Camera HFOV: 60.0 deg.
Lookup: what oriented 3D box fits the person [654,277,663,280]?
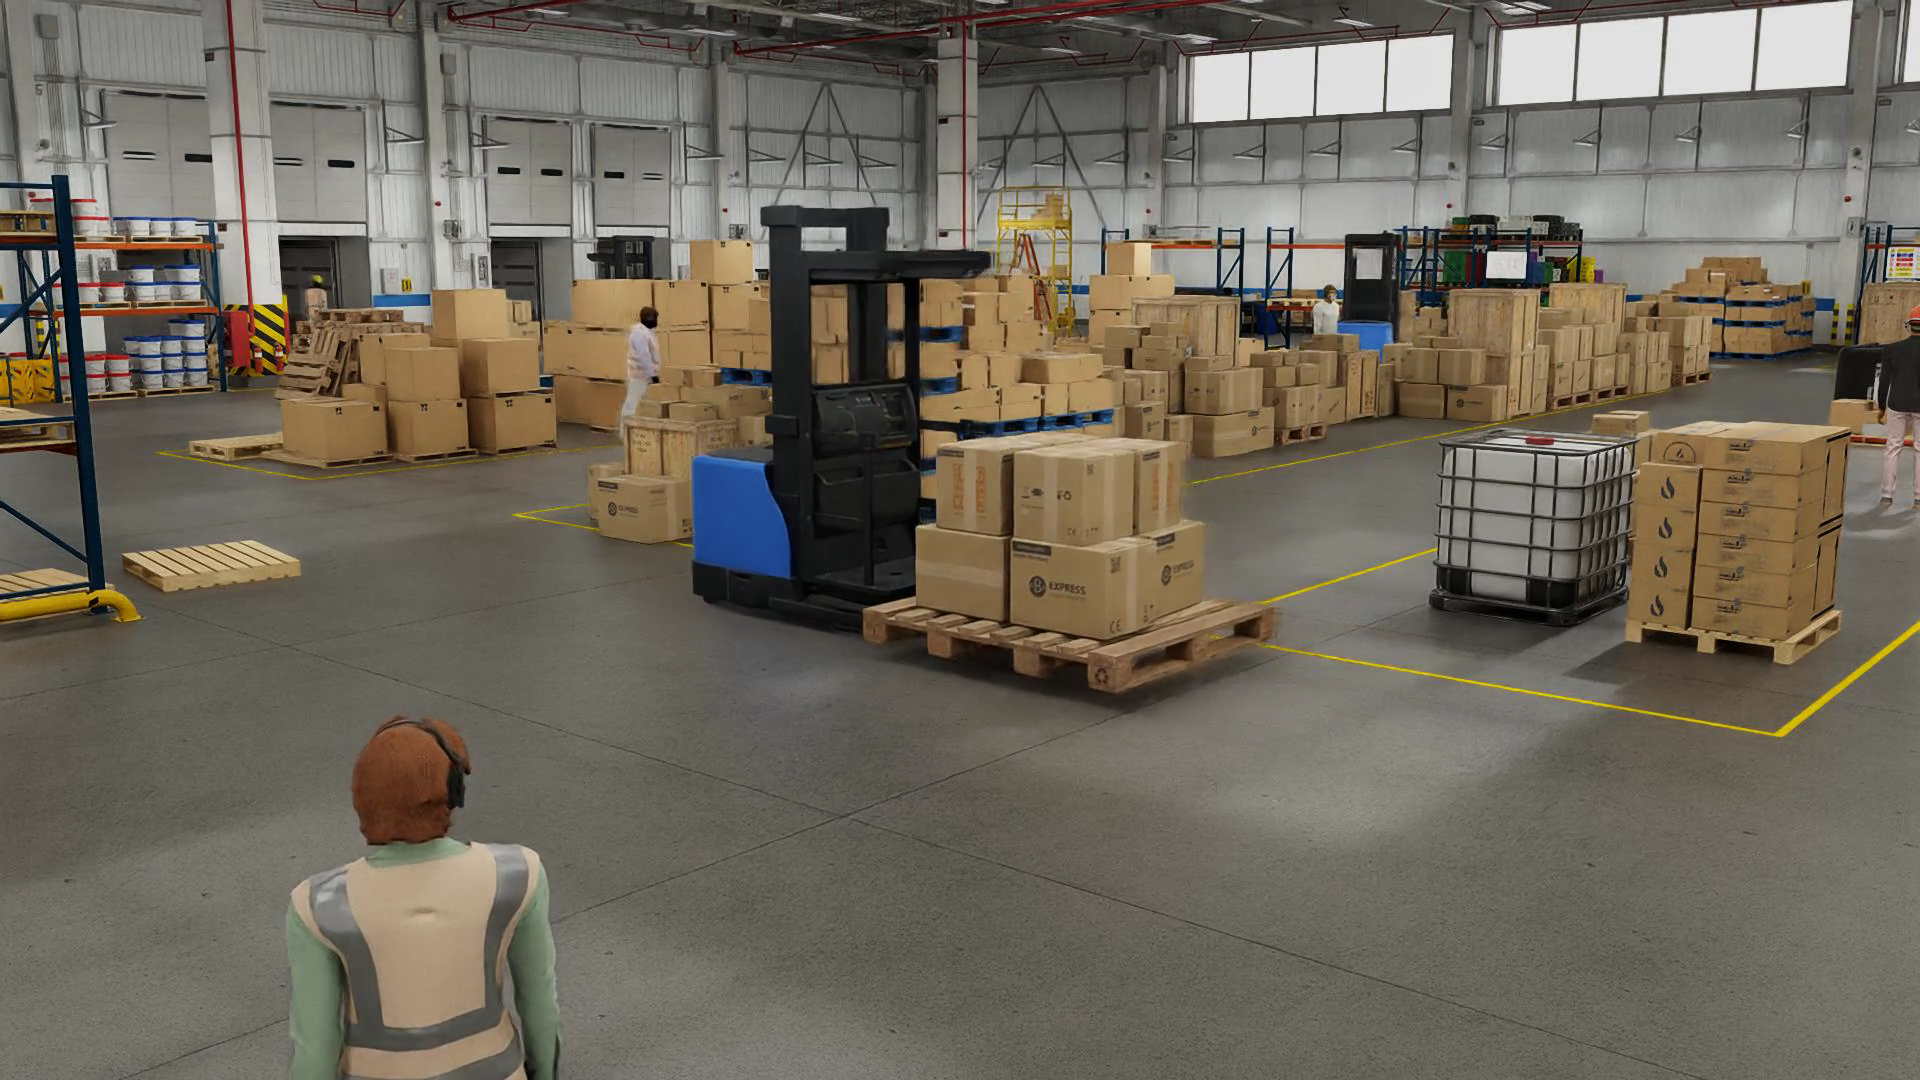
[{"bbox_3d":[-6.510,-4.724,36.012,0.639,1.926,0.367,-4,11,-22],"label":"person"}]

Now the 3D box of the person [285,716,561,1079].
[{"bbox_3d":[-1.052,1.160,3.327,0.516,1.636,0.314,-5,11,-25],"label":"person"}]

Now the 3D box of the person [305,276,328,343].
[{"bbox_3d":[-15.267,-5.313,39.526,0.608,1.892,0.647,2,10,11],"label":"person"}]

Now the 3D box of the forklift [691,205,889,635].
[{"bbox_3d":[-0.916,-0.903,11.533,1.873,2.768,1.129,8,13,40],"label":"forklift"}]

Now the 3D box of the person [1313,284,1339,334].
[{"bbox_3d":[6.217,-3.366,28.234,0.632,1.938,0.359,-9,13,-42],"label":"person"}]

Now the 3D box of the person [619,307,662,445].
[{"bbox_3d":[-4.017,-2.110,21.509,0.923,1.782,0.651,1,10,6],"label":"person"}]

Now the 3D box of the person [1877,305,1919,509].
[{"bbox_3d":[9.350,-1.303,16.326,0.622,1.993,0.381,7,12,35],"label":"person"}]

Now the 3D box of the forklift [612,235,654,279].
[{"bbox_3d":[-7.300,-5.450,37.421,1.873,2.768,1.129,8,13,40],"label":"forklift"}]

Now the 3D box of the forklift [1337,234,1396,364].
[{"bbox_3d":[8.122,-4.689,33.088,1.129,2.768,1.873,4,11,22],"label":"forklift"}]

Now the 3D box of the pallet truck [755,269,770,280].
[{"bbox_3d":[-4.996,-6.432,45.525,1.885,1.965,0.823,-6,12,-32],"label":"pallet truck"}]
